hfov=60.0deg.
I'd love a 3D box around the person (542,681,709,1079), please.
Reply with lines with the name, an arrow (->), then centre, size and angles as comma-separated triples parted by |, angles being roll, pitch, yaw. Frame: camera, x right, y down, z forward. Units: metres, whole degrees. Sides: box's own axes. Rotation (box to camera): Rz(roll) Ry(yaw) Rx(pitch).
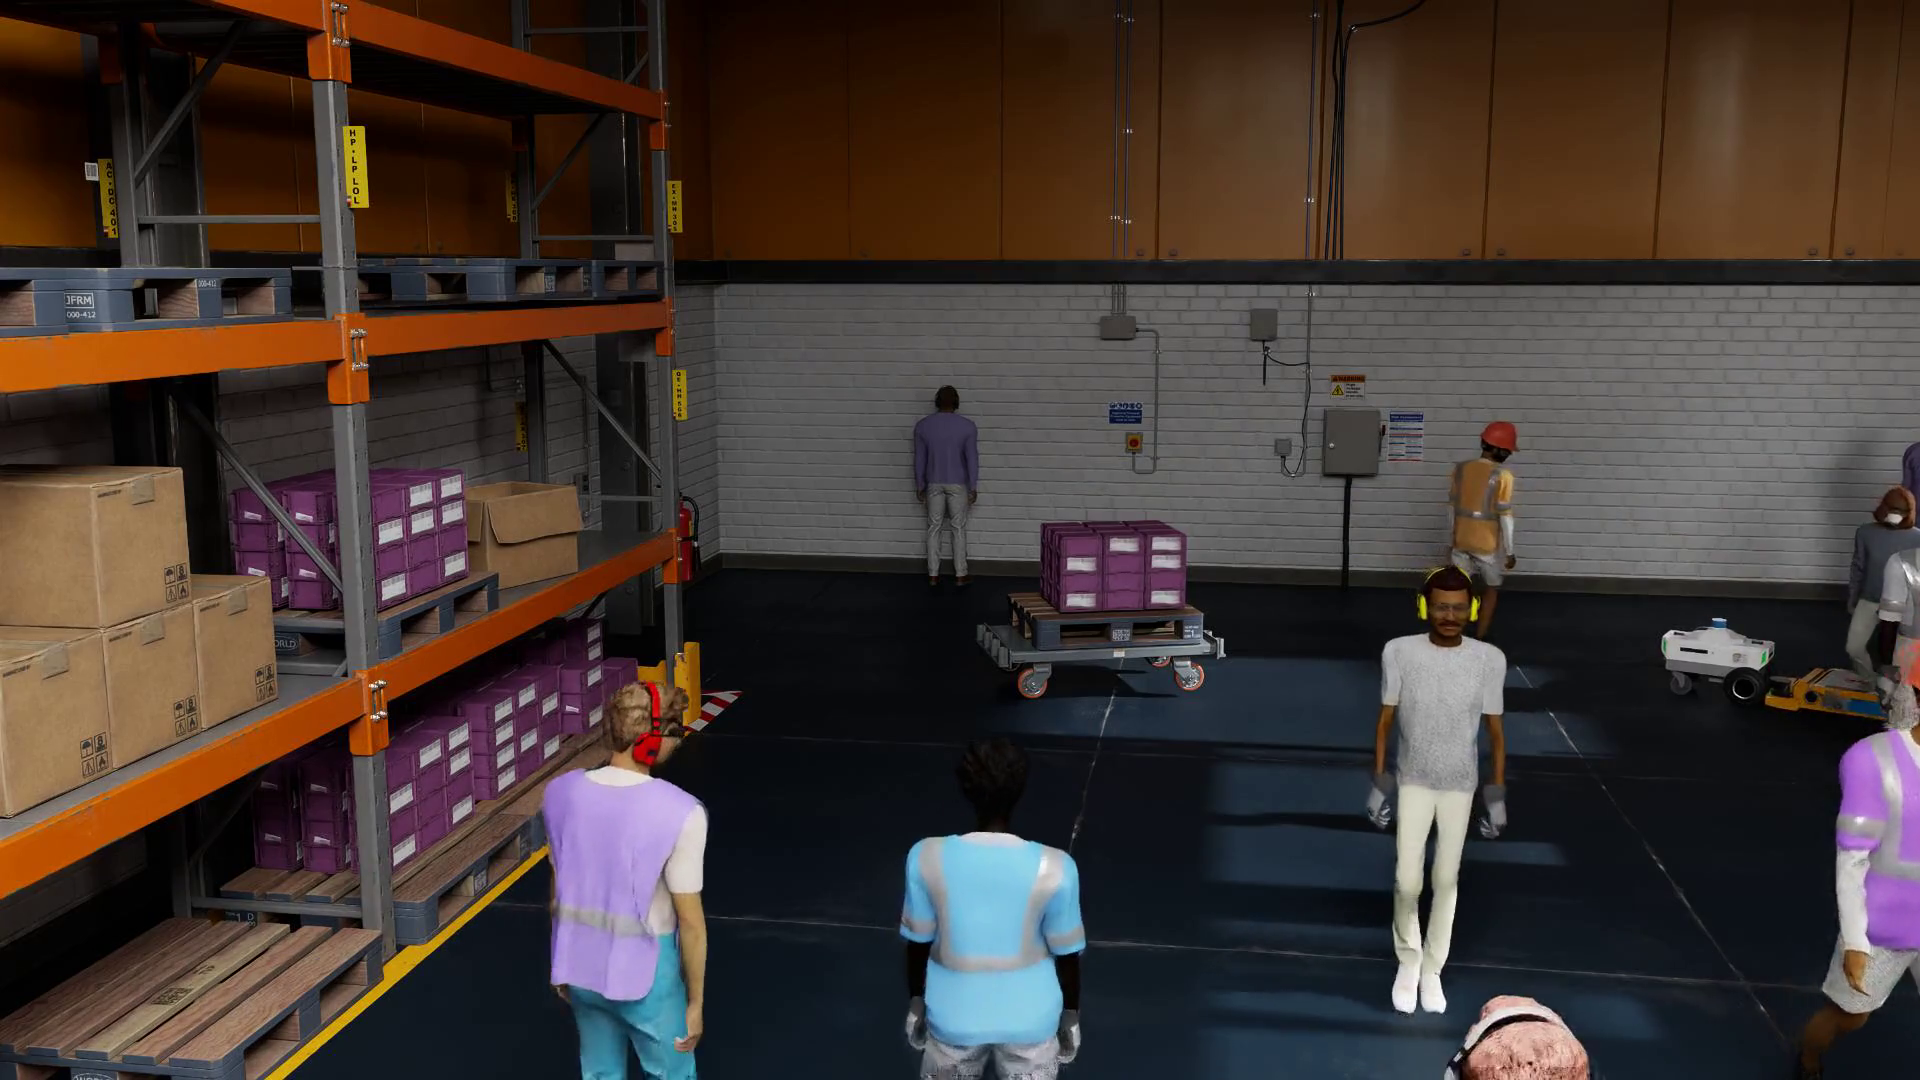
person -> -1.029, 1.326, 4.976 | 0.611, 1.820, 0.474 | 3, 10, 19

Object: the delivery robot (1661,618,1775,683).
delivery robot -> 5.387, 0.801, 11.840 | 0.707, 0.478, 0.477 | 6, 11, 34

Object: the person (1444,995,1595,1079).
person -> 0.856, 1.680, 2.648 | 0.642, 1.879, 0.814 | 0, 9, -1

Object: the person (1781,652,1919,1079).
person -> 3.083, 1.220, 5.454 | 0.558, 1.896, 0.991 | 0, 9, 1

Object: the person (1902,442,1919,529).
person -> 8.231, -0.155, 13.935 | 0.657, 1.895, 0.400 | 8, 12, 42

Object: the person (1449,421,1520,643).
person -> 4.026, 0.022, 12.849 | 0.434, 1.897, 0.553 | -6, 11, -32

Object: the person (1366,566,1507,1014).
person -> 1.939, 1.025, 6.728 | 0.552, 1.857, 0.493 | 1, 9, 8

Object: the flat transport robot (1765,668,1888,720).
flat transport robot -> 6.309, 1.083, 11.260 | 1.431, 0.197, 0.652 | 8, 12, 39

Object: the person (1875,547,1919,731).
person -> 5.012, 0.683, 8.511 | 0.606, 1.966, 0.367 | 2, 9, 10

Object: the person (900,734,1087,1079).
person -> 0.098, 1.404, 4.907 | 0.552, 1.682, 0.397 | 1, 9, 6

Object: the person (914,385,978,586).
person -> -0.132, -0.522, 16.028 | 0.630, 1.938, 0.366 | 2, 9, 13

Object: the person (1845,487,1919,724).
person -> 6.219, 0.433, 11.131 | 0.437, 1.607, 0.524 | -8, 12, -40
